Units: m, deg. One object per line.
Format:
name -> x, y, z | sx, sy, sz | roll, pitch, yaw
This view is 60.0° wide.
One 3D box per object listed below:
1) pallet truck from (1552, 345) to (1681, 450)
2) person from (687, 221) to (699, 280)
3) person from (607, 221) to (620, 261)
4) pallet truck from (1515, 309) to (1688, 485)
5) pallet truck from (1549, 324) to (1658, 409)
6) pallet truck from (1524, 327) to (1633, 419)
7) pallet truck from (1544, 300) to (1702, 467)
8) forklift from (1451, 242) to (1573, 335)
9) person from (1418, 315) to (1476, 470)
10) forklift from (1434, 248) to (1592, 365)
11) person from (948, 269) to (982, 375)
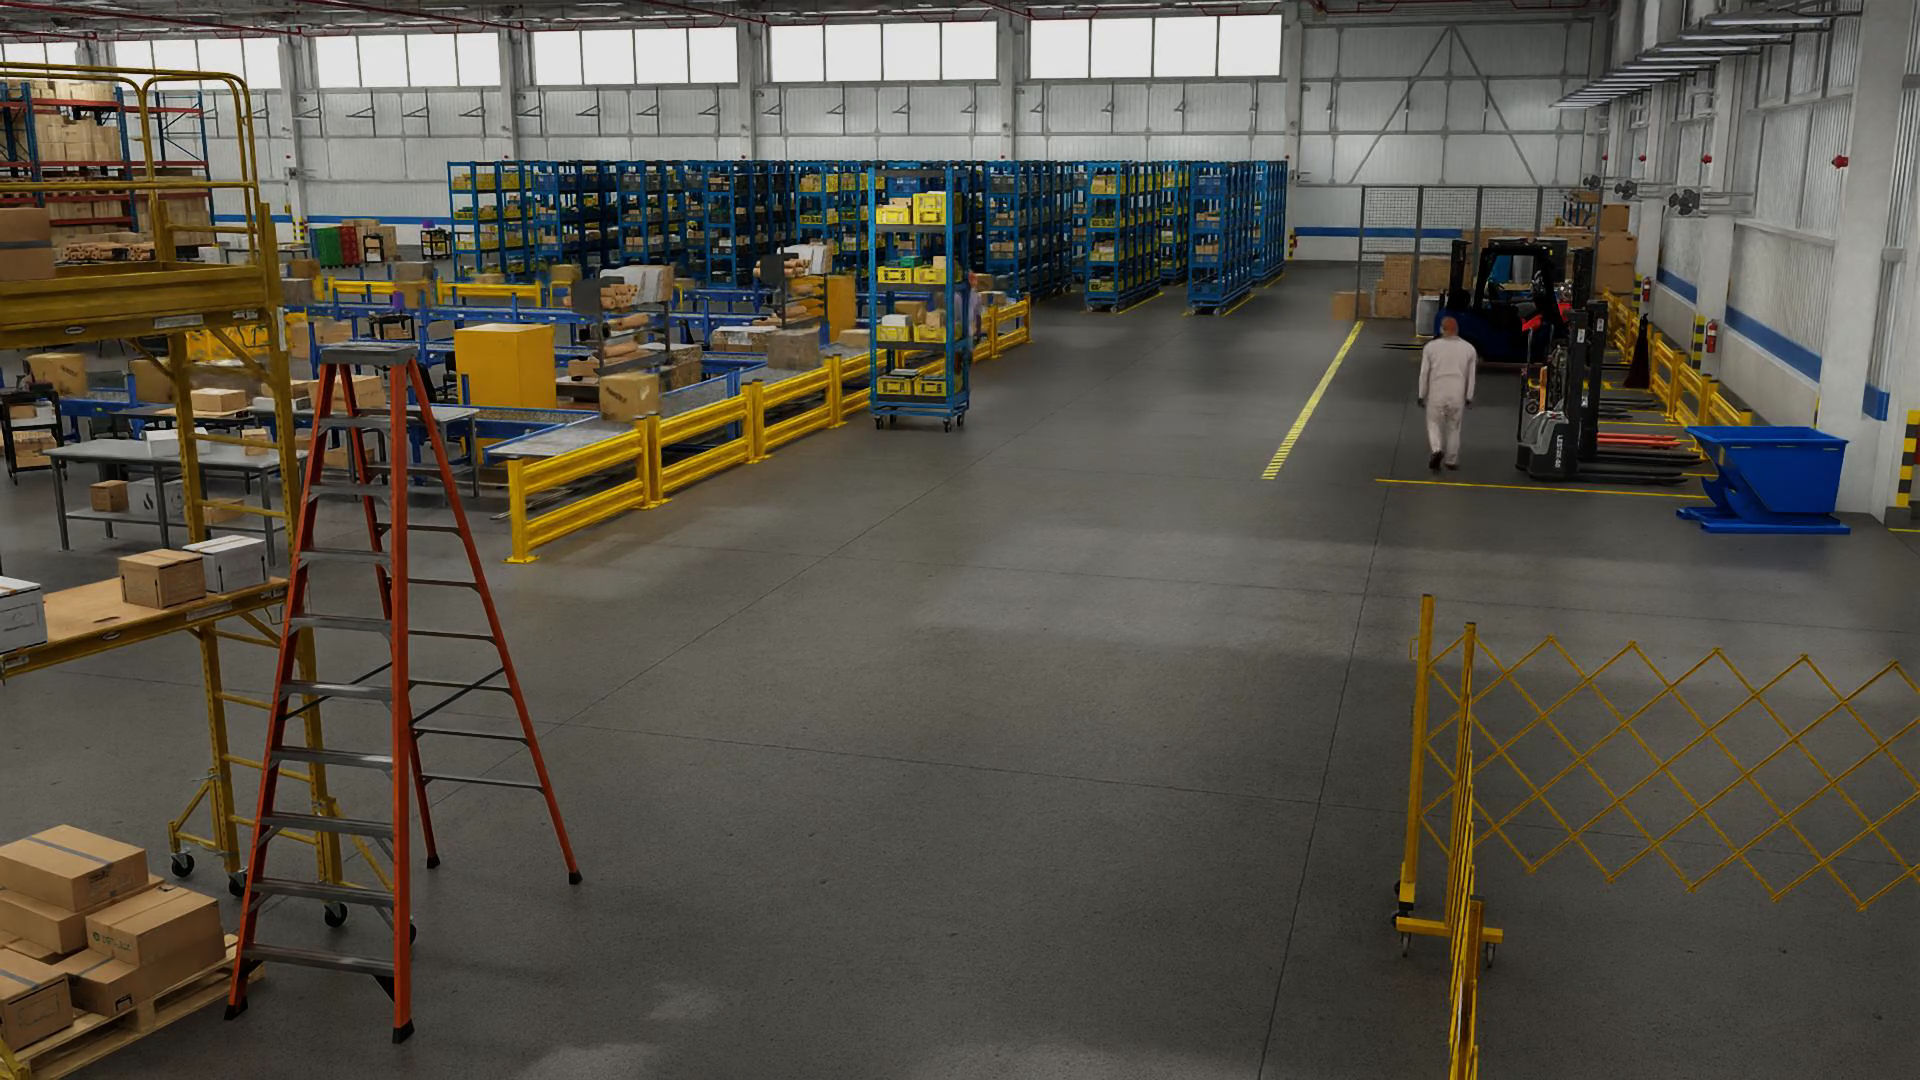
pallet truck -> 8.641, -1.896, 21.908 | 1.630, 1.274, 0.653 | 4, 14, 16
person -> -8.158, -8.869, 50.871 | 0.403, 1.833, 0.591 | -5, 14, -21
person -> -10.473, -8.922, 50.898 | 0.636, 1.924, 0.440 | 1, 13, 5
pallet truck -> 7.554, -1.677, 19.446 | 1.885, 1.965, 0.823 | 3, 13, 14
pallet truck -> 9.824, -2.669, 25.407 | 1.601, 1.201, 0.680 | 4, 14, 16
pallet truck -> 9.065, -2.460, 24.370 | 1.522, 1.261, 0.704 | 3, 13, 14
pallet truck -> 8.263, -1.952, 20.631 | 1.885, 1.965, 0.823 | 5, 14, 20
forklift -> 10.464, -4.597, 31.405 | 2.680, 1.987, 1.157 | 4, 14, 16
person -> 5.861, -1.763, 20.066 | 0.659, 1.891, 0.441 | 1, 13, 4
forklift -> 9.780, -4.111, 29.280 | 2.680, 1.987, 1.157 | 3, 13, 14
person -> 0.038, -3.333, 26.556 | 0.660, 2.017, 0.643 | -6, 14, -25
